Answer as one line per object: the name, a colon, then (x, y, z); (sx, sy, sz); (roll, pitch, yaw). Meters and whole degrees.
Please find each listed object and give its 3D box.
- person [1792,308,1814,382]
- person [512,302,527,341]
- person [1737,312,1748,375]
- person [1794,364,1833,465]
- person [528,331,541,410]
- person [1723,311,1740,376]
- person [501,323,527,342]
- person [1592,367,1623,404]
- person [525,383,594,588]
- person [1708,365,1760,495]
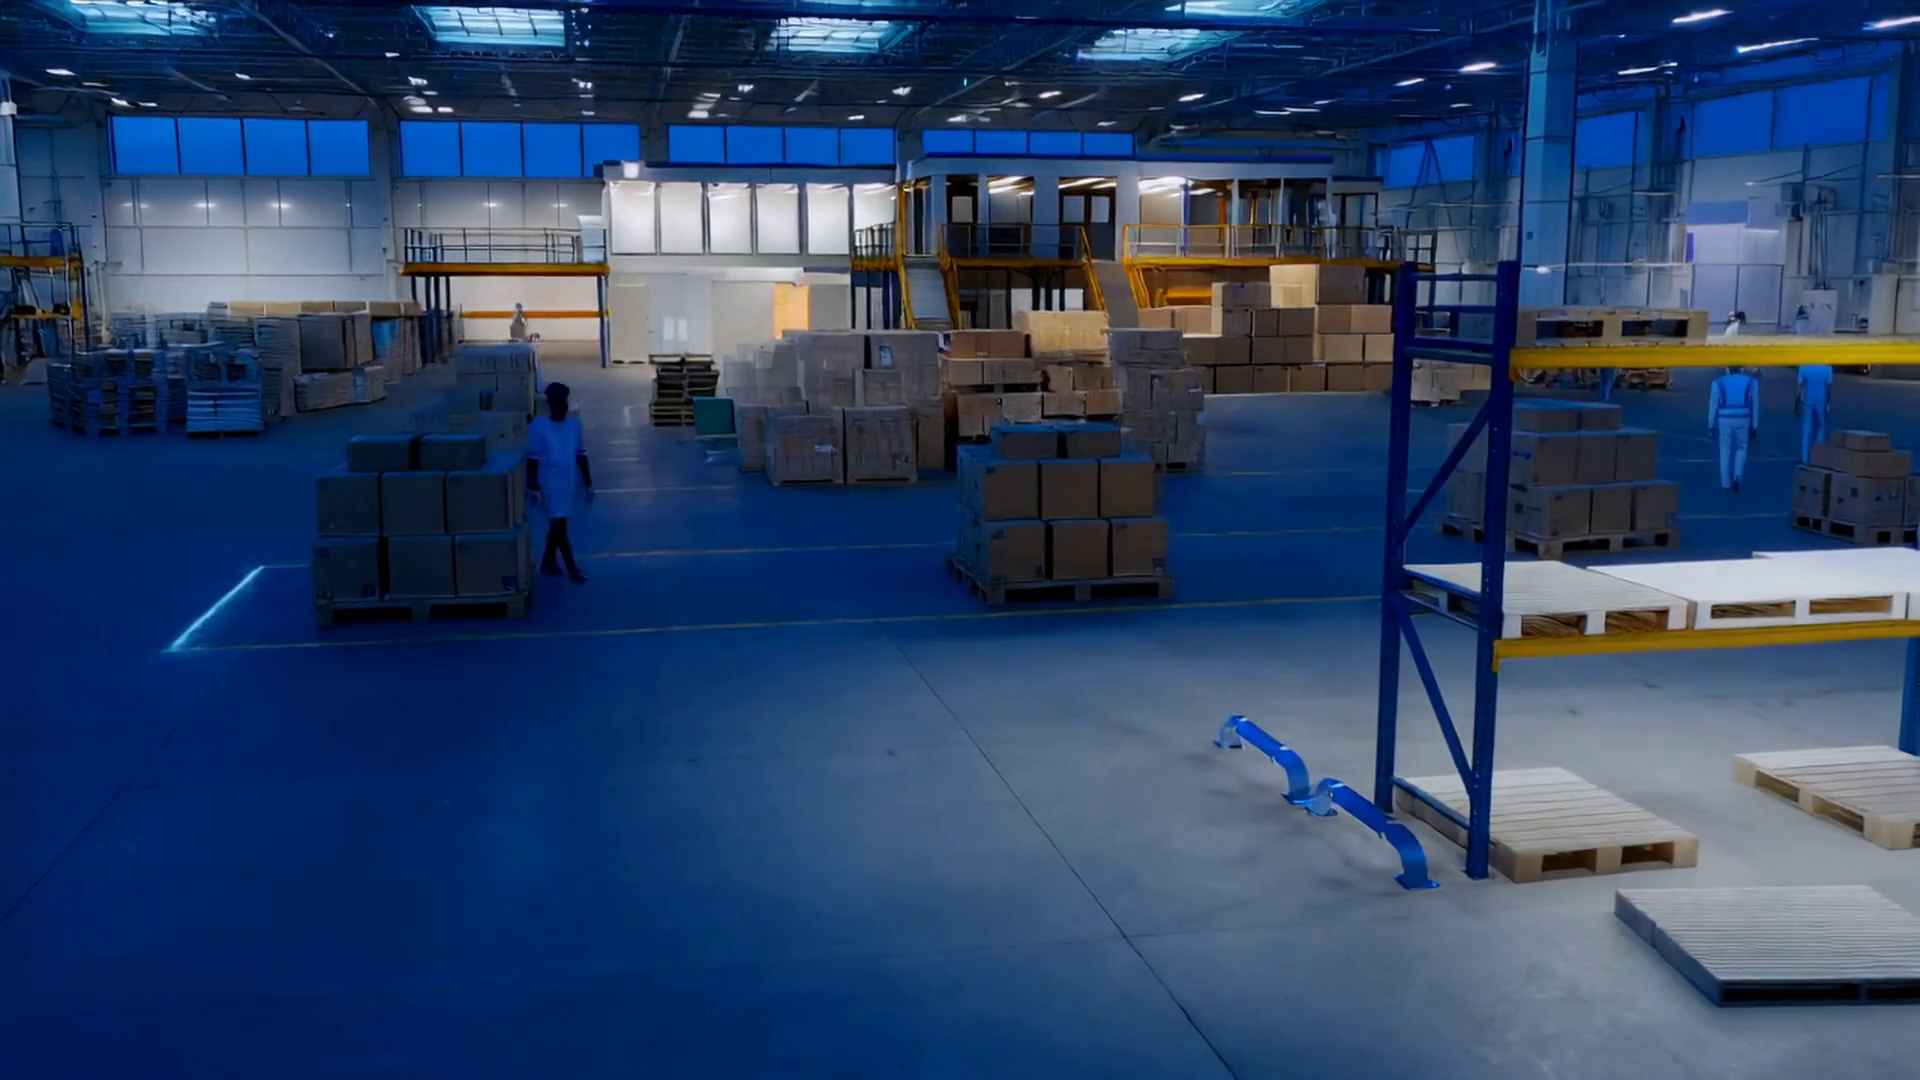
person: (22.003, -5.027, 43.132); (0.728, 1.942, 0.825); (-3, 10, -20)
person: (-14.985, -7.177, 56.611); (0.538, 1.819, 0.751); (0, 9, -3)
person: (20.800, -5.183, 44.437); (0.435, 1.827, 0.624); (7, 12, 38)
person: (13.082, -2.075, 25.476); (0.564, 1.820, 0.948); (7, 12, 38)
person: (-7.647, -2.810, 29.872); (0.328, 1.861, 0.501); (-6, 11, -32)
person: (18.667, -4.567, 40.326); (0.402, 1.938, 0.602); (2, 9, 10)
person: (-8.872, -3.366, 33.136); (0.603, 1.901, 0.754); (2, 9, 9)
person: (14.149, -3.838, 36.324); (0.661, 1.805, 0.838); (7, 12, 38)
person: (-3.790, -0.537, 15.837); (0.908, 1.919, 0.615); (7, 12, 37)
person: (10.263, -1.540, 22.077); (0.615, 1.867, 0.526); (4, 10, 23)
